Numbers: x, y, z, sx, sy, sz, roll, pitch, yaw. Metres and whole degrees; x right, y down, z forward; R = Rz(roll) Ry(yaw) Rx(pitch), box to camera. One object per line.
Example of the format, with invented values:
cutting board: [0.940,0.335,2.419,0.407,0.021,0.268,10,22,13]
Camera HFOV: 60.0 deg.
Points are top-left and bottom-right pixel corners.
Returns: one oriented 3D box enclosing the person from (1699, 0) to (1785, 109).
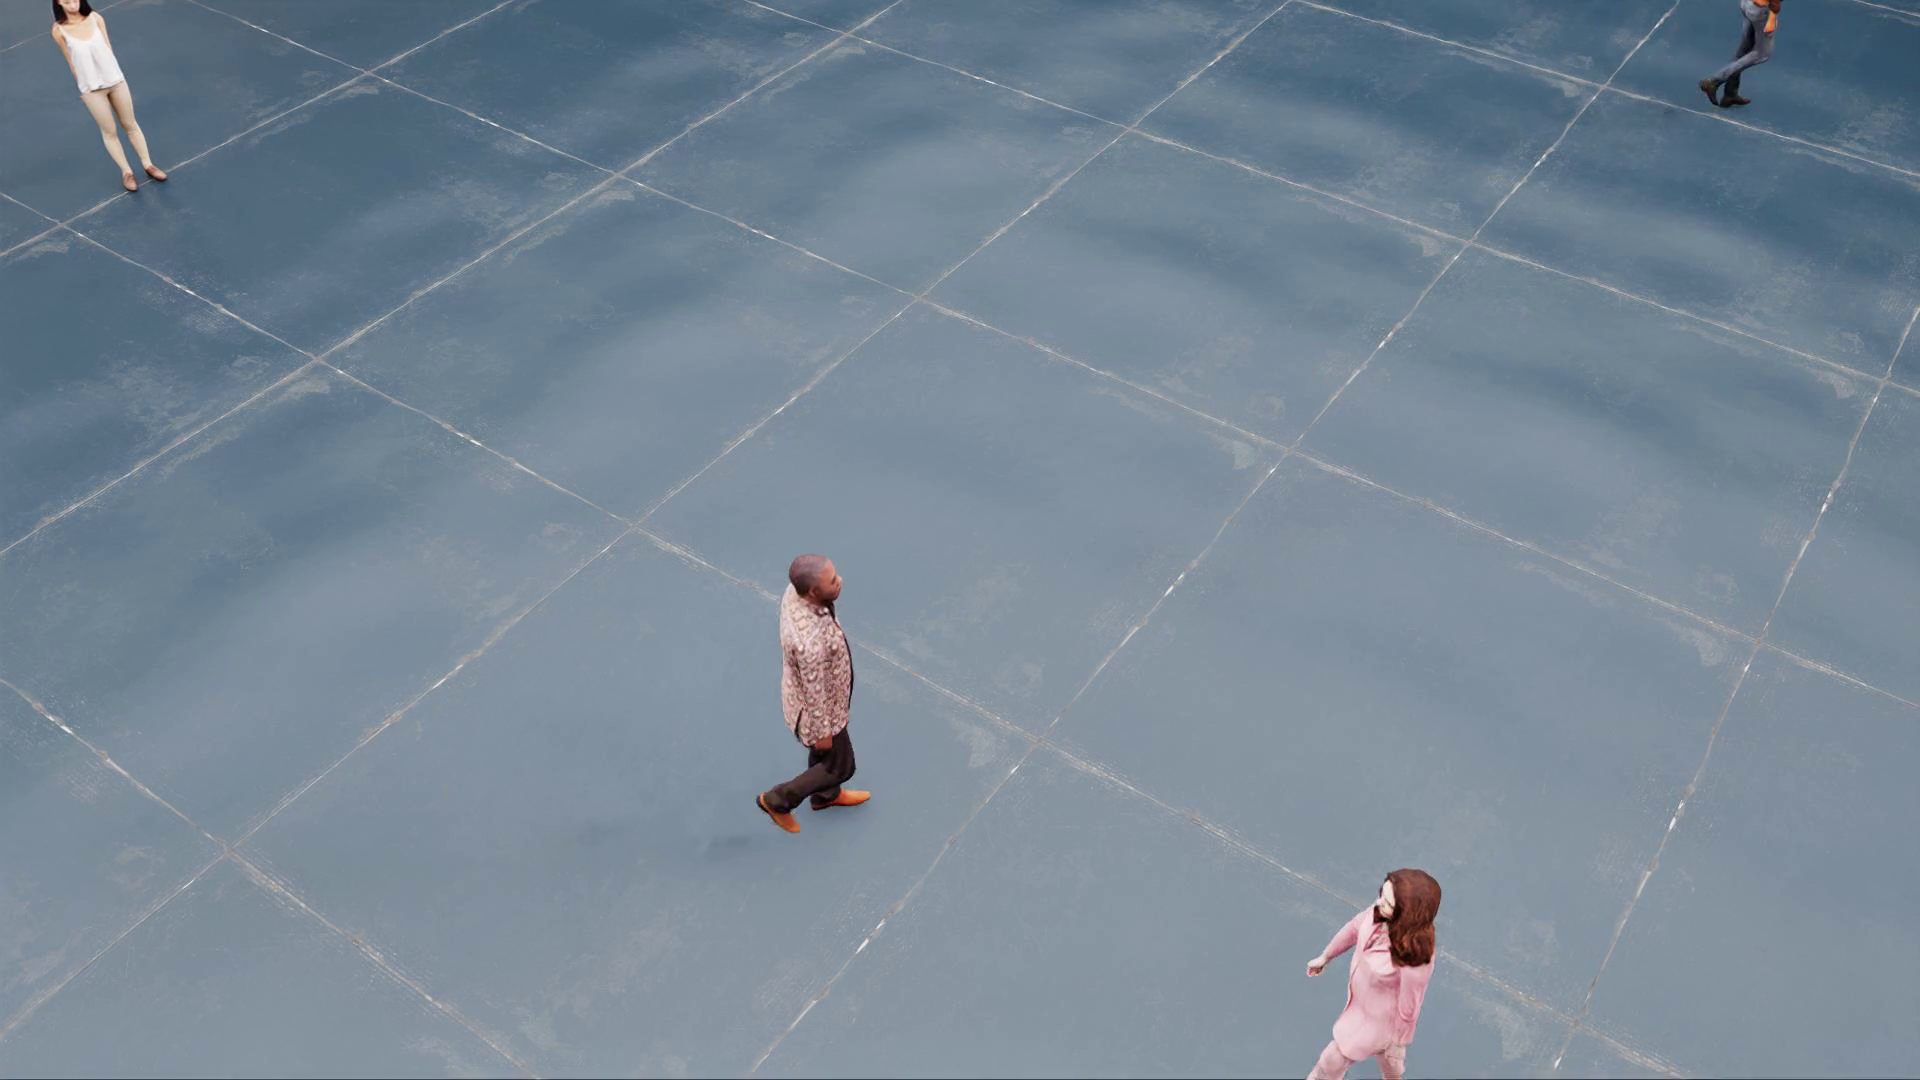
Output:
person: [6.443,-4.325,13.551,0.941,1.771,0.876,-1,43,-2]

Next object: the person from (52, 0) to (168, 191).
person: [-6.600,-3.514,12.770,0.574,1.651,0.634,26,49,25]

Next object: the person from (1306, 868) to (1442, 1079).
person: [1.799,1.905,6.880,1.096,1.769,0.967,-1,43,-1]

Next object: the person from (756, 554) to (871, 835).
person: [-0.781,0.785,8.064,0.994,1.791,0.933,-6,43,-6]
